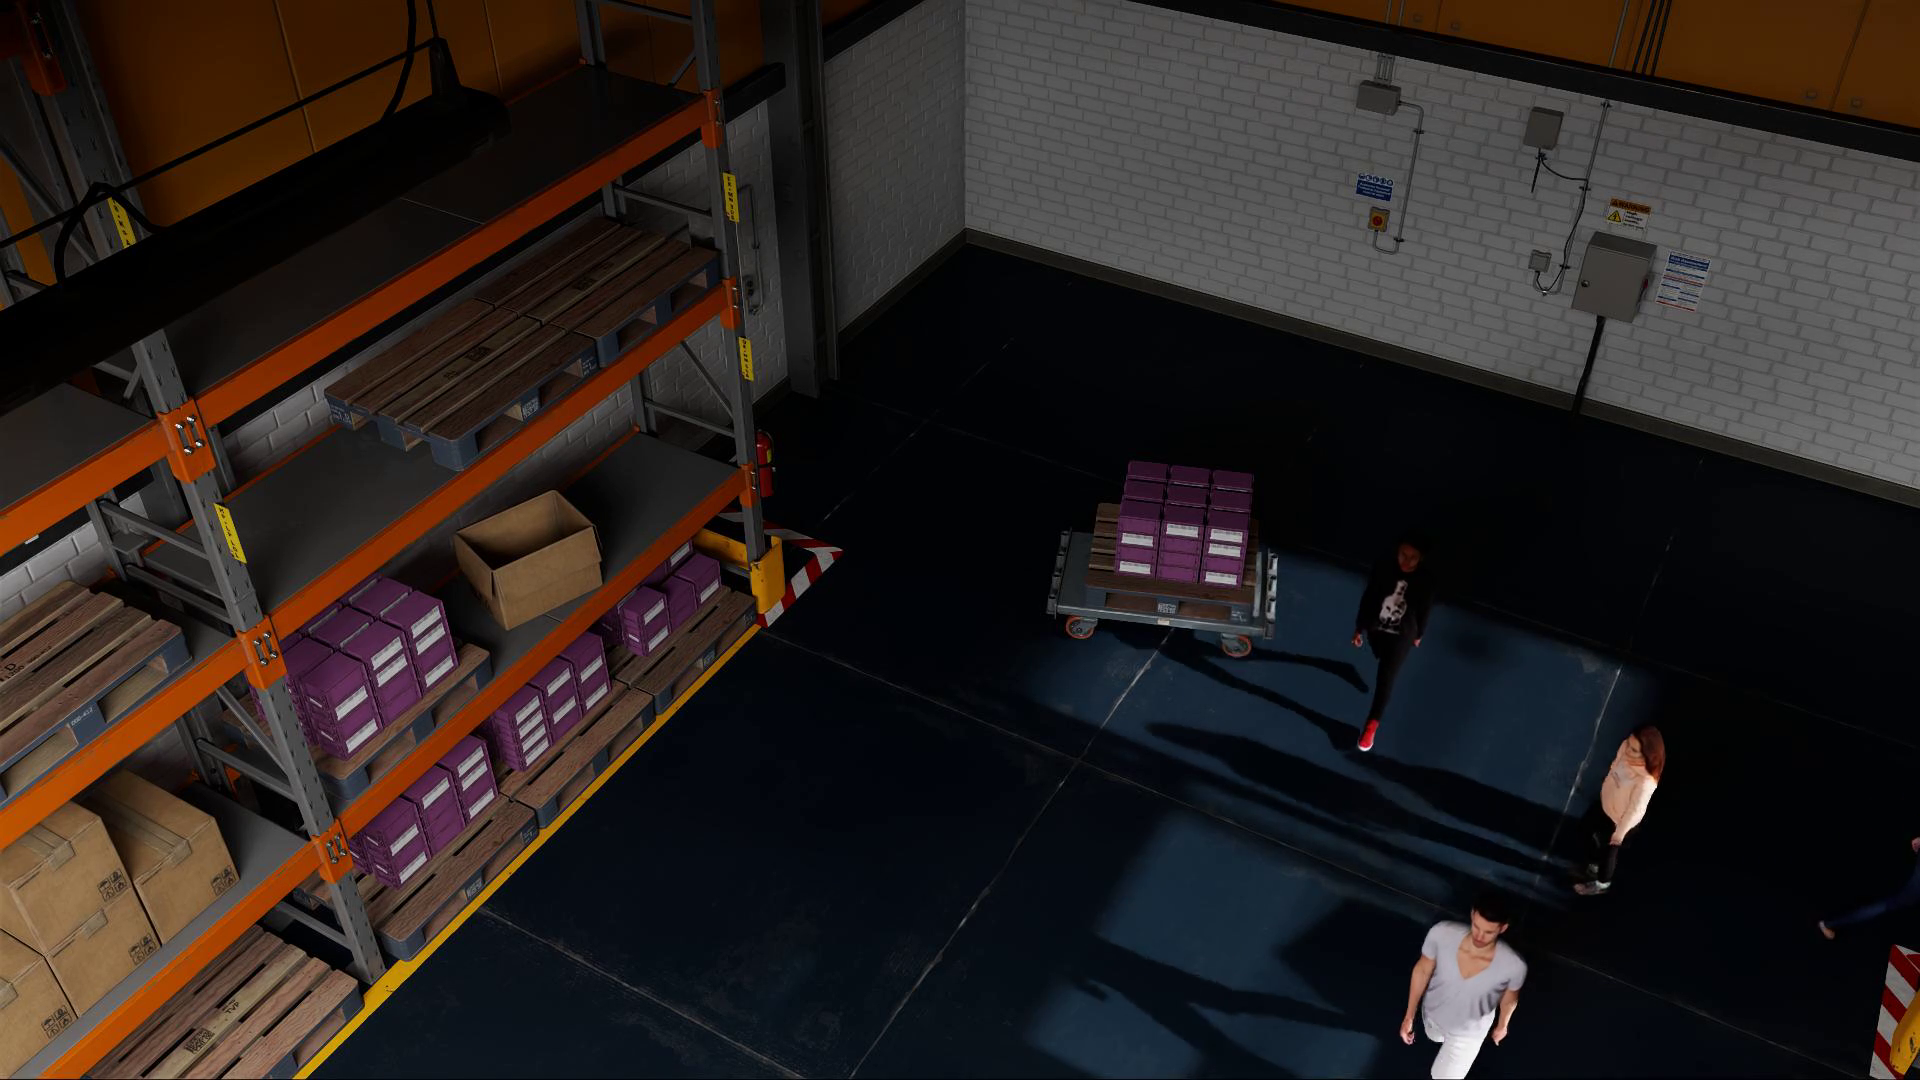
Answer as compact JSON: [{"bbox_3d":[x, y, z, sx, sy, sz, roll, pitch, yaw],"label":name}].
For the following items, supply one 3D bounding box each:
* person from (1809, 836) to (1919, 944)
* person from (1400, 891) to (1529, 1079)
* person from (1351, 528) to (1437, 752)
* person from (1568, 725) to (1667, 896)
[{"bbox_3d":[5.549,1.860,9.585,0.824,1.680,1.144,12,40,15],"label":"person"},{"bbox_3d":[2.641,2.422,8.779,0.785,1.808,1.242,26,45,28],"label":"person"},{"bbox_3d":[2.930,0.555,11.254,0.580,1.637,1.075,20,43,23],"label":"person"},{"bbox_3d":[4.035,1.637,10.033,0.728,1.469,0.630,-1,39,-1],"label":"person"}]
